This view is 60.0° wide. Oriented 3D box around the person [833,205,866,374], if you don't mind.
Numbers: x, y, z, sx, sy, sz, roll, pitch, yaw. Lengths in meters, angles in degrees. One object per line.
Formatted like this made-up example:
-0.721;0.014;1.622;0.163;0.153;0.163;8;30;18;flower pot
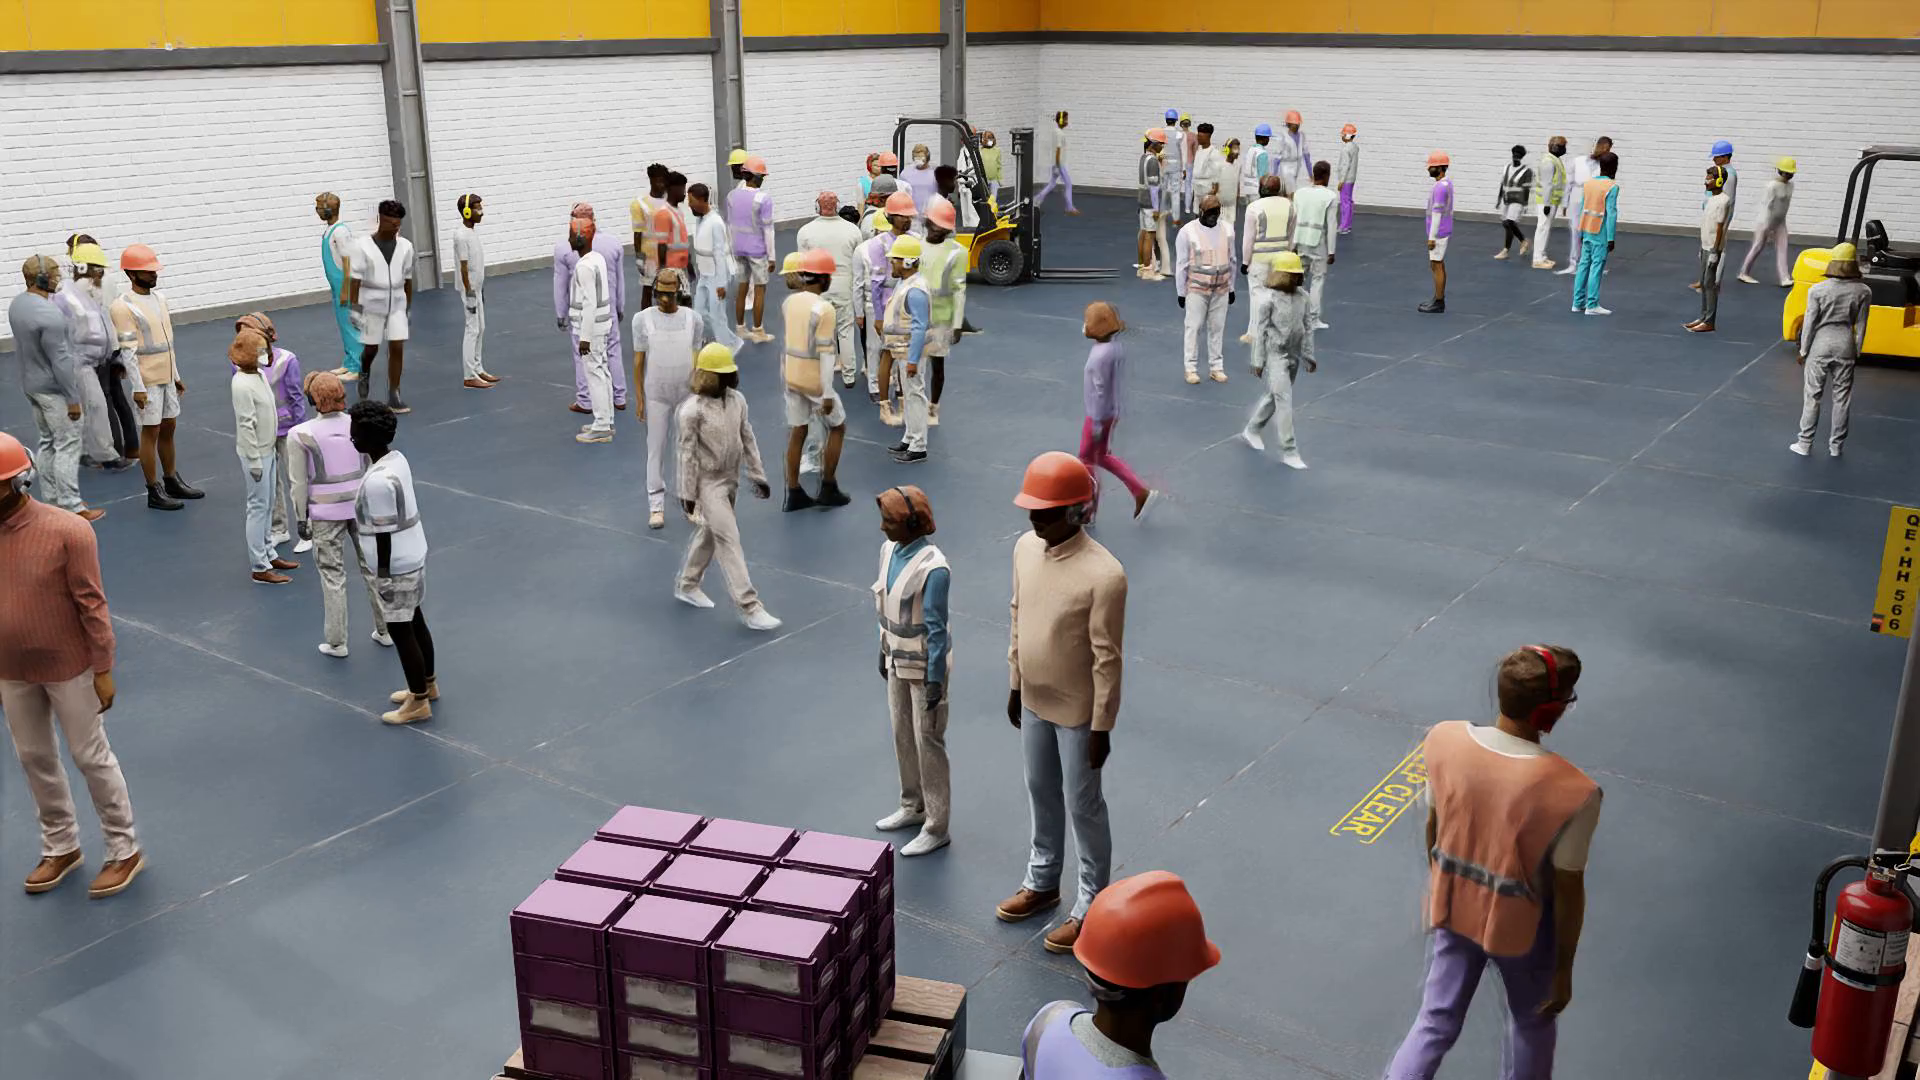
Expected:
-1.087;-2.503;16.656;0.538;1.691;0.318;4;18;11;person

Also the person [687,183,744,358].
-2.457;-2.637;16.758;0.467;1.895;0.715;-11;21;-31;person

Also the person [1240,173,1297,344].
3.339;-3.066;18.165;0.625;1.847;0.429;-7;19;-22;person

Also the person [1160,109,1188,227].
3.520;-6.229;27.895;0.603;1.945;0.390;6;19;19;person

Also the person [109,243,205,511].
-5.870;-1.191;12.147;0.356;1.938;0.545;2;18;6;person

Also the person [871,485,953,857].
-0.199;0.549;7.202;0.320;1.630;0.528;-10;20;-29;person

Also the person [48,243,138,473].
-6.839;-1.427;13.130;0.747;1.786;0.619;3;18;9;person

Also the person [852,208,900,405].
-0.693;-2.156;15.363;0.603;1.820;0.403;-8;19;-23;person

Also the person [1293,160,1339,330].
4.021;-3.355;18.976;0.404;1.907;0.607;-15;23;-39;person

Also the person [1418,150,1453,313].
5.732;-3.717;20.072;0.401;1.928;0.544;7;19;20;person

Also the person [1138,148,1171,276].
2.683;-4.471;22.721;0.516;1.731;0.542;8;20;24;person

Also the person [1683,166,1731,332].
8.490;-3.285;18.834;0.329;1.861;0.504;2;18;6;person

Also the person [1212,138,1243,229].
3.642;-4.616;23.001;0.533;1.852;0.477;-11;21;-31;person

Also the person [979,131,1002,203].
0.461;-5.936;27.497;0.494;1.624;0.279;-9;20;-26;person

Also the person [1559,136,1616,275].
8.650;-4.579;22.843;0.703;1.884;0.364;8;20;25;person

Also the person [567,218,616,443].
-3.115;-1.764;14.031;0.342;1.880;0.586;0;18;-1;person

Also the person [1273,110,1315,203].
5.398;-5.999;27.131;0.614;1.984;1.107;-14;22;-36;person

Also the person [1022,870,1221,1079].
0.344;1.581;3.500;0.382;1.930;0.545;-8;19;-23;person

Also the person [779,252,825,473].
-1.240;-1.401;13.139;0.328;1.732;0.493;-2;18;-7;person

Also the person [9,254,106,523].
-6.391;-1.044;11.711;0.632;1.926;0.367;14;23;38;person

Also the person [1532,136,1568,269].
8.351;-4.777;23.523;0.429;1.839;0.633;9;20;25;person

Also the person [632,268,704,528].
-2.030;-0.998;11.707;0.506;1.839;0.343;-5;18;-16;person

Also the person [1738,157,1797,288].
10.723;-4.177;21.861;0.587;1.692;0.913;-8;19;-23;person

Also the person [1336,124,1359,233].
6.306;-5.905;27.183;0.321;1.755;0.566;9;20;27;person

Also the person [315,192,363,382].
-6.091;-2.480;16.332;0.332;1.842;0.517;-10;20;-28;person

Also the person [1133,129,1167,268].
2.683;-4.807;23.476;0.367;1.926;0.594;11;21;30;person

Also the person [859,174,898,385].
-0.728;-2.557;16.256;0.535;2.000;0.686;-2;18;-5;person

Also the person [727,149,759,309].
-2.612;-3.782;20.271;0.384;1.924;0.594;-4;18;-12;person

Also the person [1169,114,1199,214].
3.992;-6.727;29.764;0.530;1.755;0.342;-2;18;-7;person

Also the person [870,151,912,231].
-0.839;-3.664;19.902;0.544;1.930;0.388;-9;20;-27;person

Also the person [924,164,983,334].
-0.277;-3.218;18.530;0.995;1.922;0.615;0;18;1;person

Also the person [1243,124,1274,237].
4.374;-5.118;24.436;0.415;1.940;0.605;-3;18;-8;person

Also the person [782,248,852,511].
-1.038;-1.157;12.089;0.576;1.912;0.627;16;23;40;person
